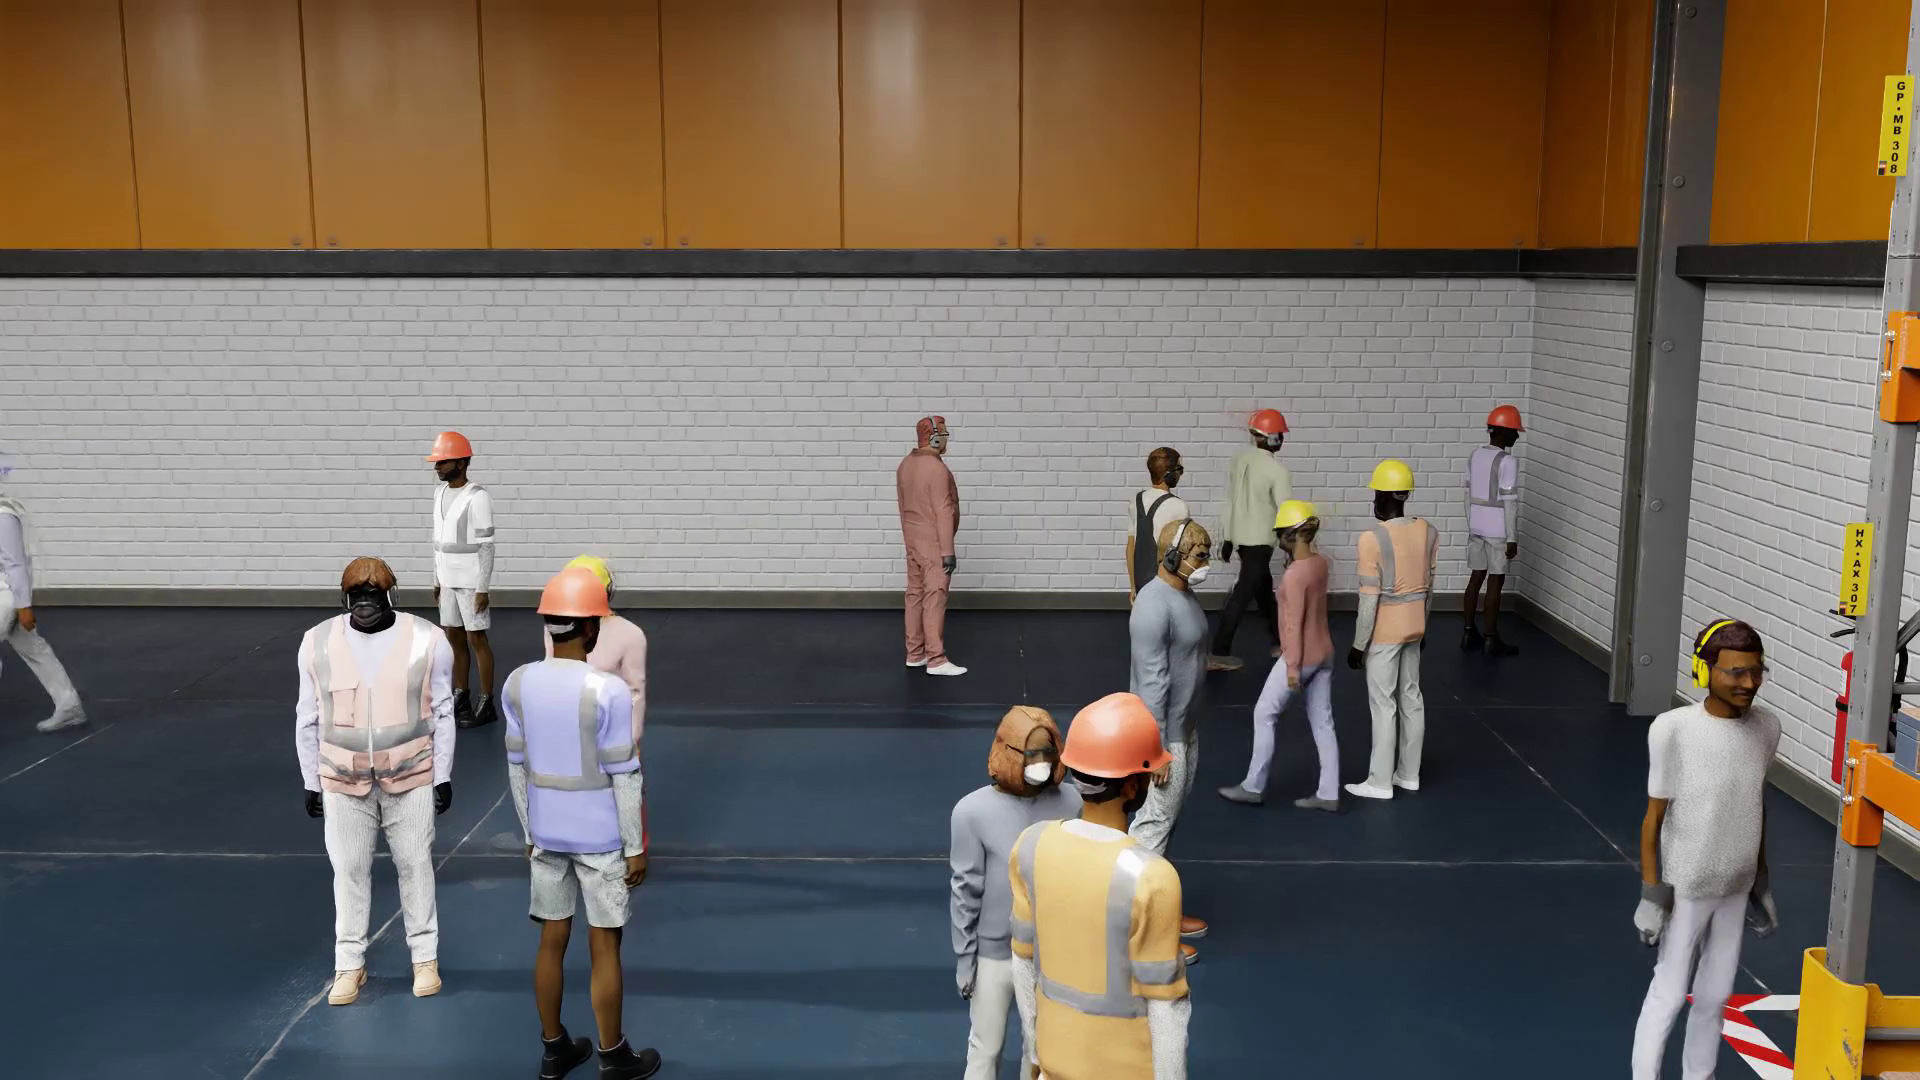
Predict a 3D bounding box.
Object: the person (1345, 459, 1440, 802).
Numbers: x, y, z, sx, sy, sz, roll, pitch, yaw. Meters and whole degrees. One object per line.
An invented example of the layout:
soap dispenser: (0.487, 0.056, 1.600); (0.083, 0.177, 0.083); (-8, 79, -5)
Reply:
person: (2.417, 0.508, 9.363); (0.585, 1.929, 0.377); (-6, 11, -33)

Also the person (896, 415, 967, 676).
person: (-0.199, 0.039, 12.239); (0.404, 1.911, 0.636); (-5, 11, -29)

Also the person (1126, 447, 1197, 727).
person: (1.293, 0.317, 10.755); (0.351, 1.847, 0.507); (-8, 12, -39)

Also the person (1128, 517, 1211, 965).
person: (0.916, 0.856, 7.269); (0.370, 1.934, 0.627); (3, 10, 19)

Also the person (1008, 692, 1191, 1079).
person: (0.381, 1.346, 4.312); (0.365, 1.939, 0.542); (-9, 13, -44)

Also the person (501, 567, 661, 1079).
person: (-1.377, 1.056, 6.069); (0.543, 1.934, 0.362); (4, 10, 22)

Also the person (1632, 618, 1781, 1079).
person: (2.508, 1.172, 5.572); (0.532, 1.868, 0.312); (-3, 10, -16)

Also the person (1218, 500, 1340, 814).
person: (1.785, 0.642, 9.184); (0.769, 1.727, 0.516); (7, 12, 36)

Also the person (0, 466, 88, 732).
person: (-6.069, 0.344, 10.461); (1.017, 1.895, 0.616); (-7, 12, -36)

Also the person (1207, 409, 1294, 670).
person: (2.251, -0.005, 12.436); (1.040, 1.935, 0.642); (-4, 10, -25)

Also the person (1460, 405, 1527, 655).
person: (4.141, -0.078, 12.869); (0.377, 1.928, 0.551); (-3, 10, -19)

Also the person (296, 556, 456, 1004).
person: (-2.384, 0.976, 6.827); (0.627, 1.844, 0.429); (-2, 10, -13)

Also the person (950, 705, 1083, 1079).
person: (0.202, 1.326, 5.346); (0.497, 1.634, 0.287); (-5, 10, -25)

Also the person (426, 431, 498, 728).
person: (-3.265, 0.256, 10.846); (0.550, 1.937, 0.357); (7, 12, 36)

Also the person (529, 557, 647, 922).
person: (-1.718, 0.900, 7.697); (0.575, 1.691, 0.935); (2, 10, 11)
